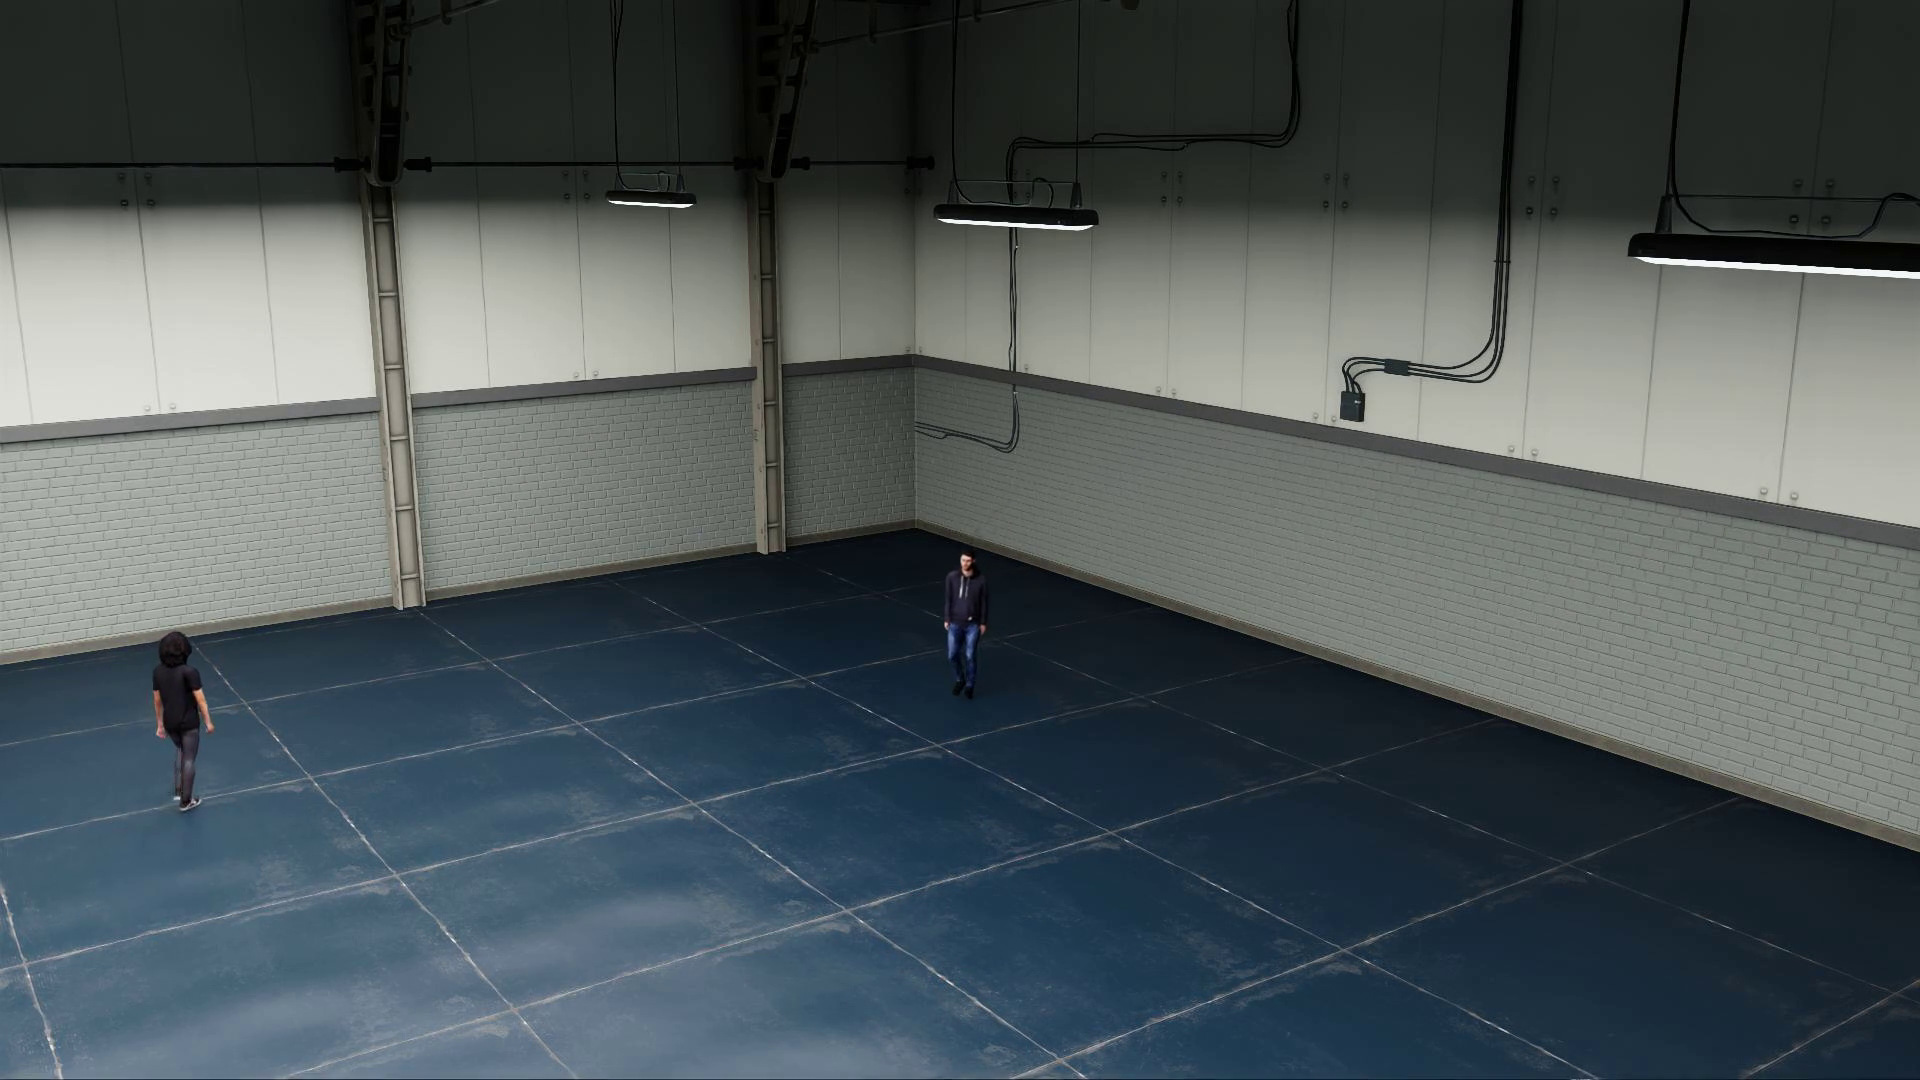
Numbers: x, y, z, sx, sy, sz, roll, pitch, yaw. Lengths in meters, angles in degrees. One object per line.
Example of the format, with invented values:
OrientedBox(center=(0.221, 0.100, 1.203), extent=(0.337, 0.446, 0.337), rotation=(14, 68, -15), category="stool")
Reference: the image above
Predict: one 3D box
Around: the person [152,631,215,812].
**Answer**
OrientedBox(center=(-7.798, 1.828, 16.544), extent=(0.764, 1.821, 0.827), rotation=(2, 13, 9), category="person")

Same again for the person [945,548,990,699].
OrientedBox(center=(0.093, 0.977, 20.094), extent=(0.808, 1.878, 0.862), rotation=(3, 13, 11), category="person")
